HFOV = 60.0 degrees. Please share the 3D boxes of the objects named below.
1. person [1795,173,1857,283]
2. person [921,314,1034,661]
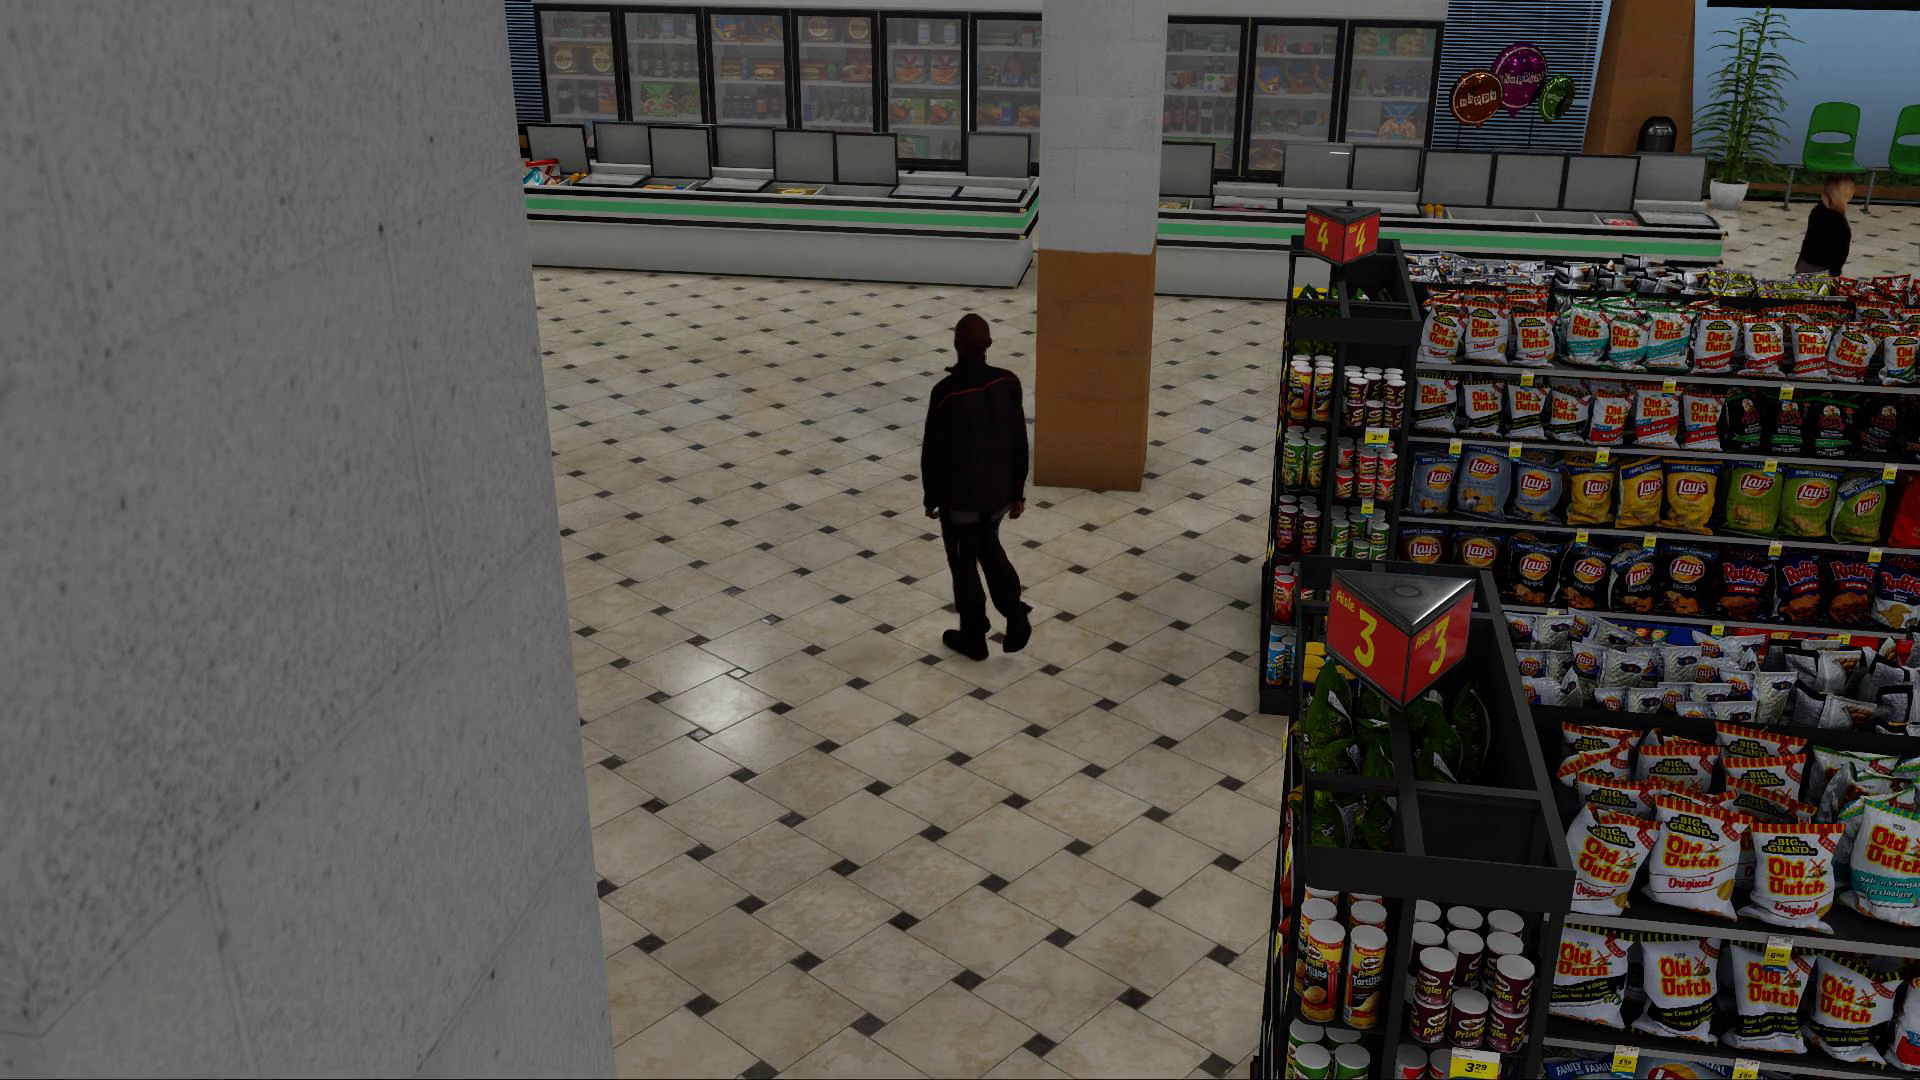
[{"bbox_3d":[6.169,-1.862,12.197,0.594,1.662,0.635,2,24,4],"label":"person"},{"bbox_3d":[0.114,-0.201,8.216,0.927,1.809,0.980,-11,26,-24],"label":"person"}]
